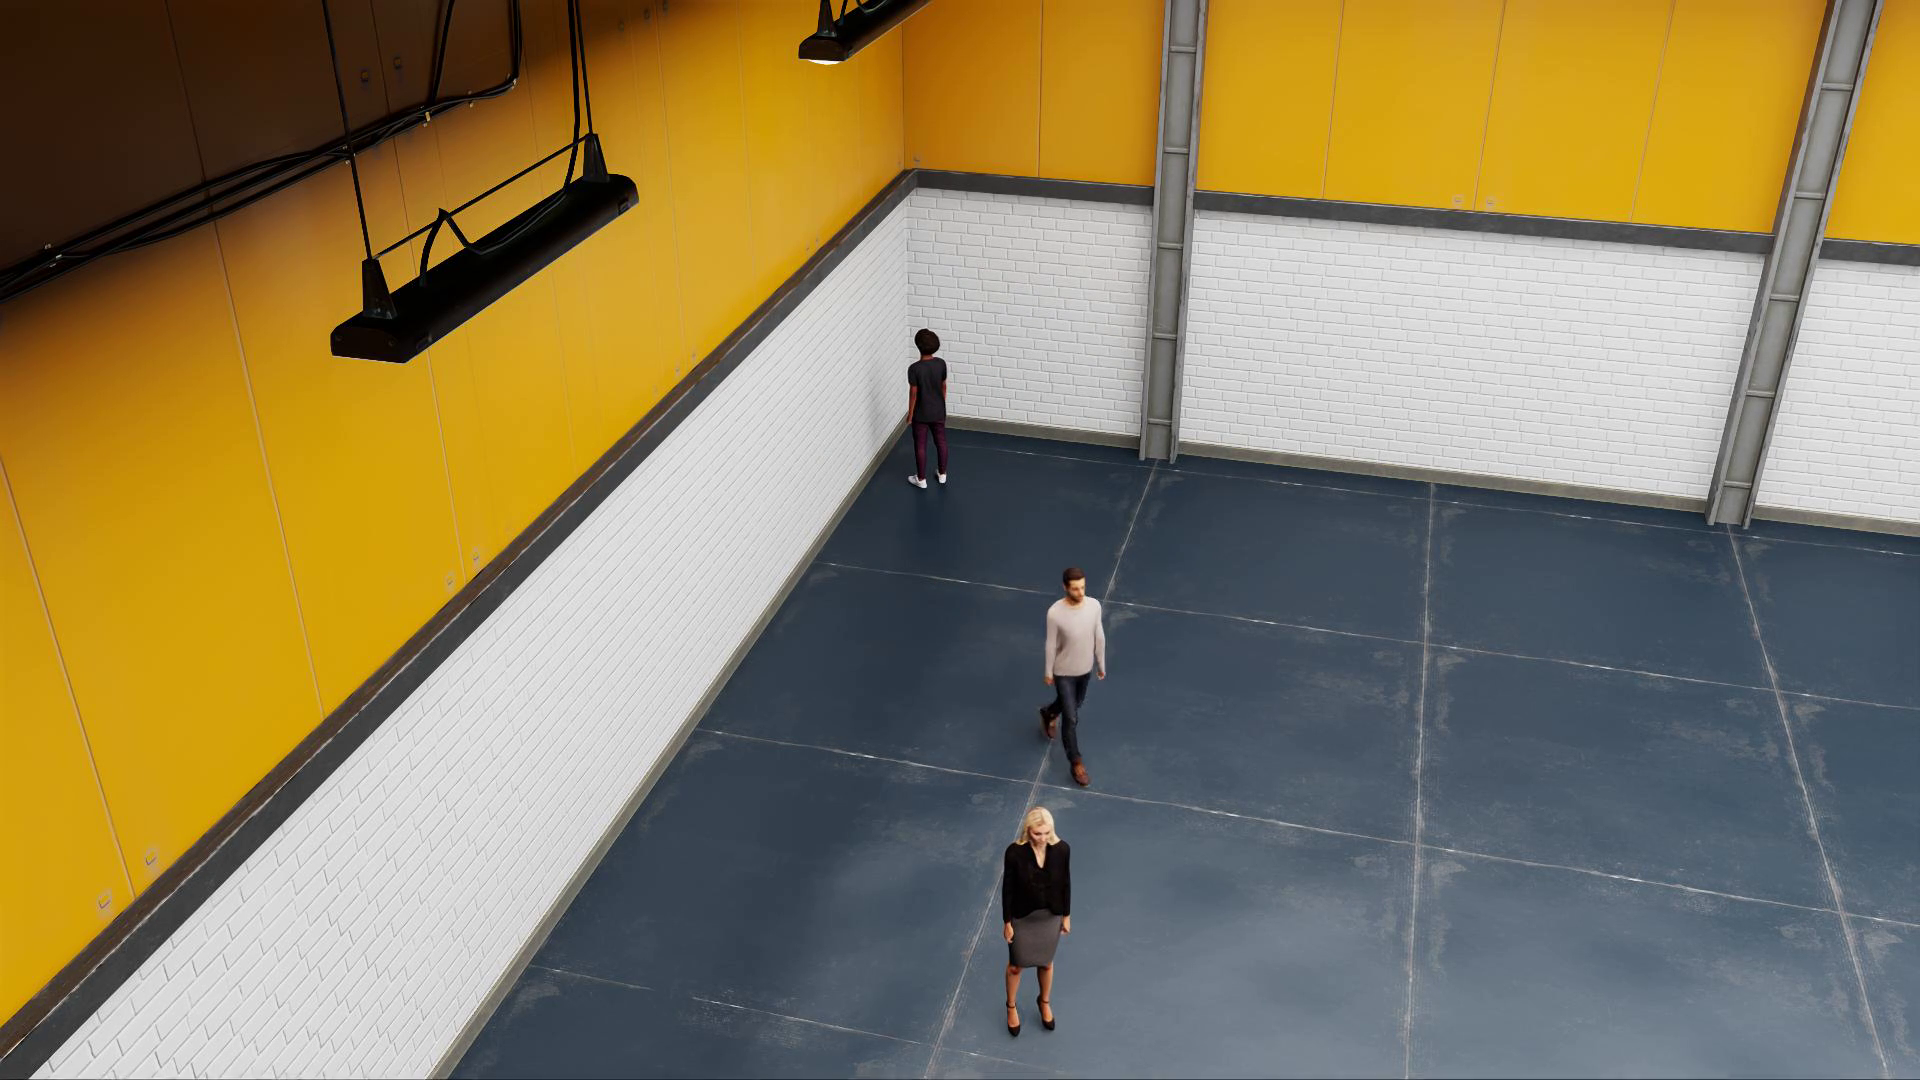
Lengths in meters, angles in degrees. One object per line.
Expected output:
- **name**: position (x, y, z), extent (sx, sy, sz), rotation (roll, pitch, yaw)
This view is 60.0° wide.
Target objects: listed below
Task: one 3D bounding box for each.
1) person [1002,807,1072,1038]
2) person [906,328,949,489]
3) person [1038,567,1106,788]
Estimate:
- **person**: position (0.473, 2.444, 10.663), extent (0.634, 1.840, 0.744), rotation (-6, 29, -11)
- **person**: position (-0.340, -1.416, 17.797), extent (0.717, 1.784, 0.779), rotation (-15, 32, -25)
- **person**: position (0.864, 0.997, 13.319), extent (1.171, 1.837, 1.188), rotation (-14, 31, -23)
